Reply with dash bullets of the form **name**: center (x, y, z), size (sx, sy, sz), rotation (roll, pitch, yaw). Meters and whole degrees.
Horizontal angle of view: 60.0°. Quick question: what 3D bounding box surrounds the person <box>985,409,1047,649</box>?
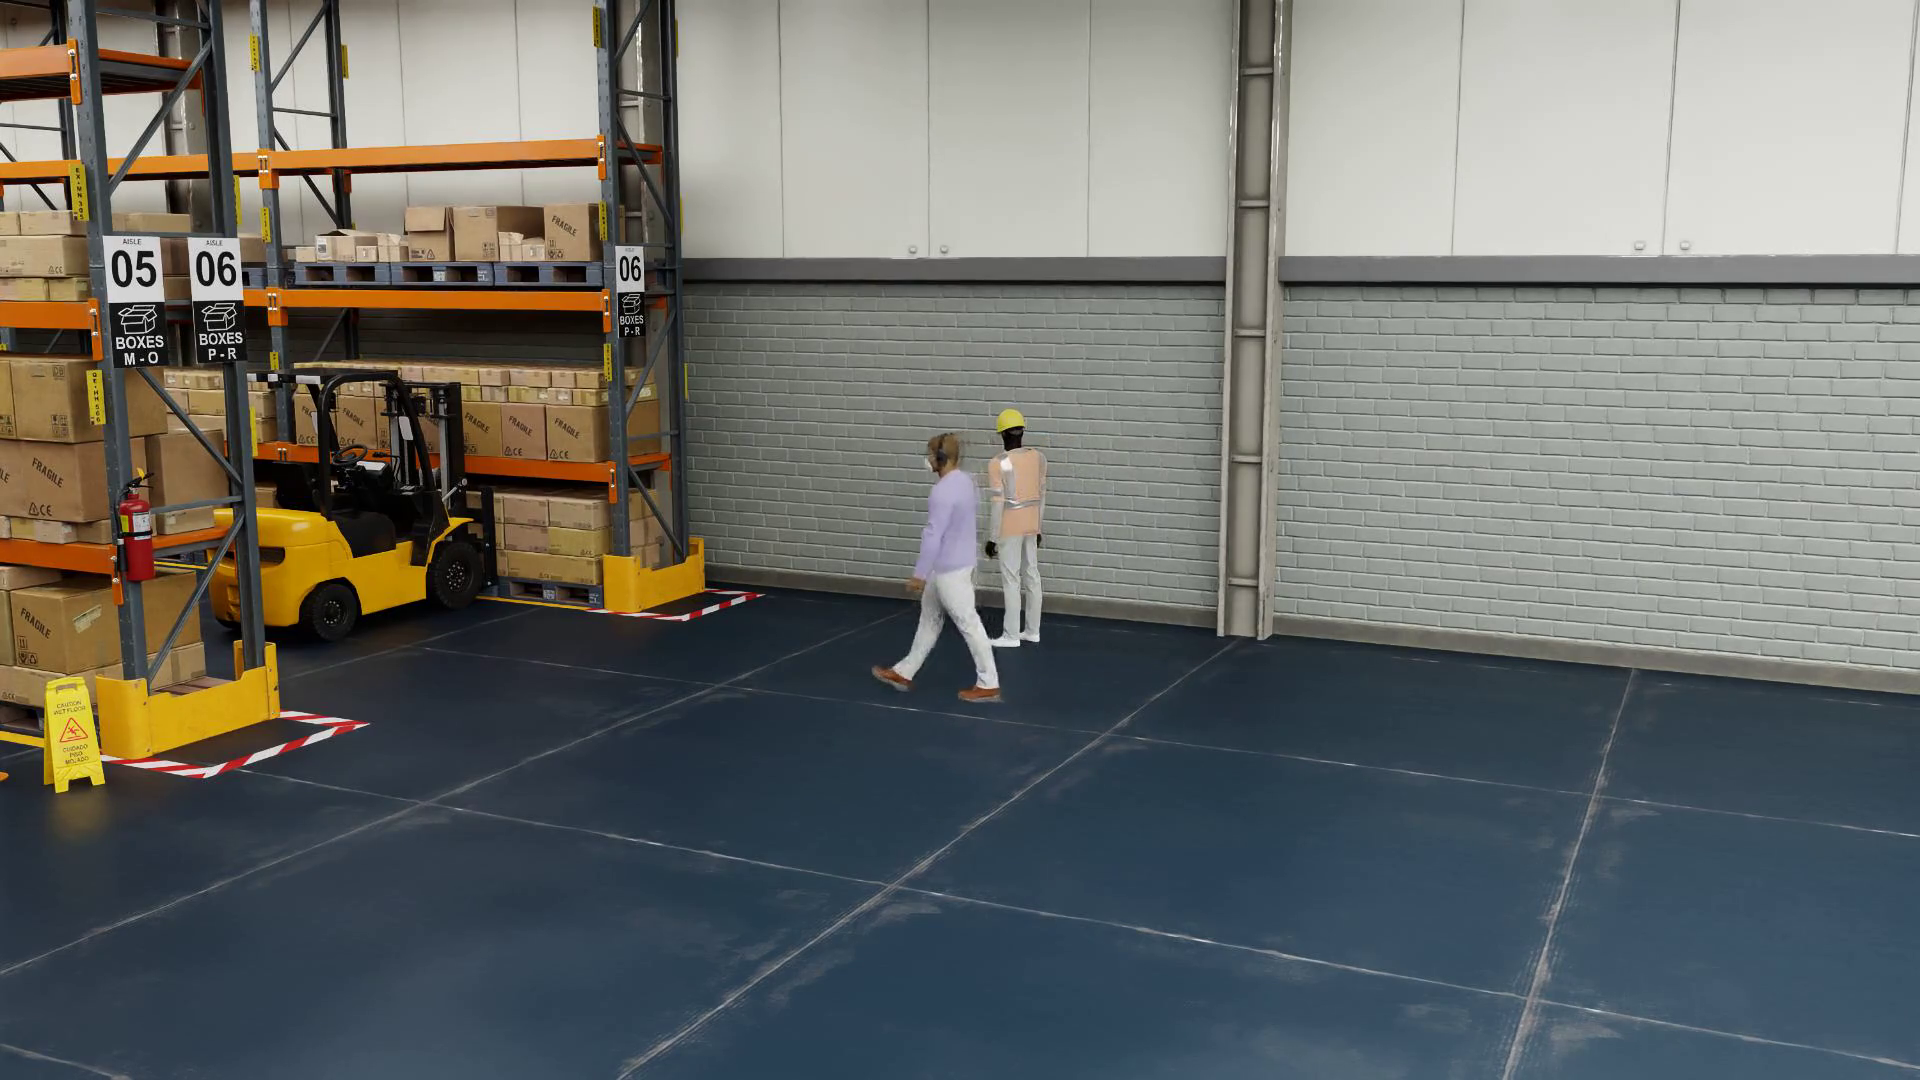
- **person**: center (0.435, -0.085, 13.330), size (0.586, 1.916, 0.391), rotation (-8, 12, -40)

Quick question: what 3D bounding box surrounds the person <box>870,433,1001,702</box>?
- **person**: center (-0.159, 0.199, 11.653), size (1.002, 1.884, 0.650), rotation (2, 9, 11)
